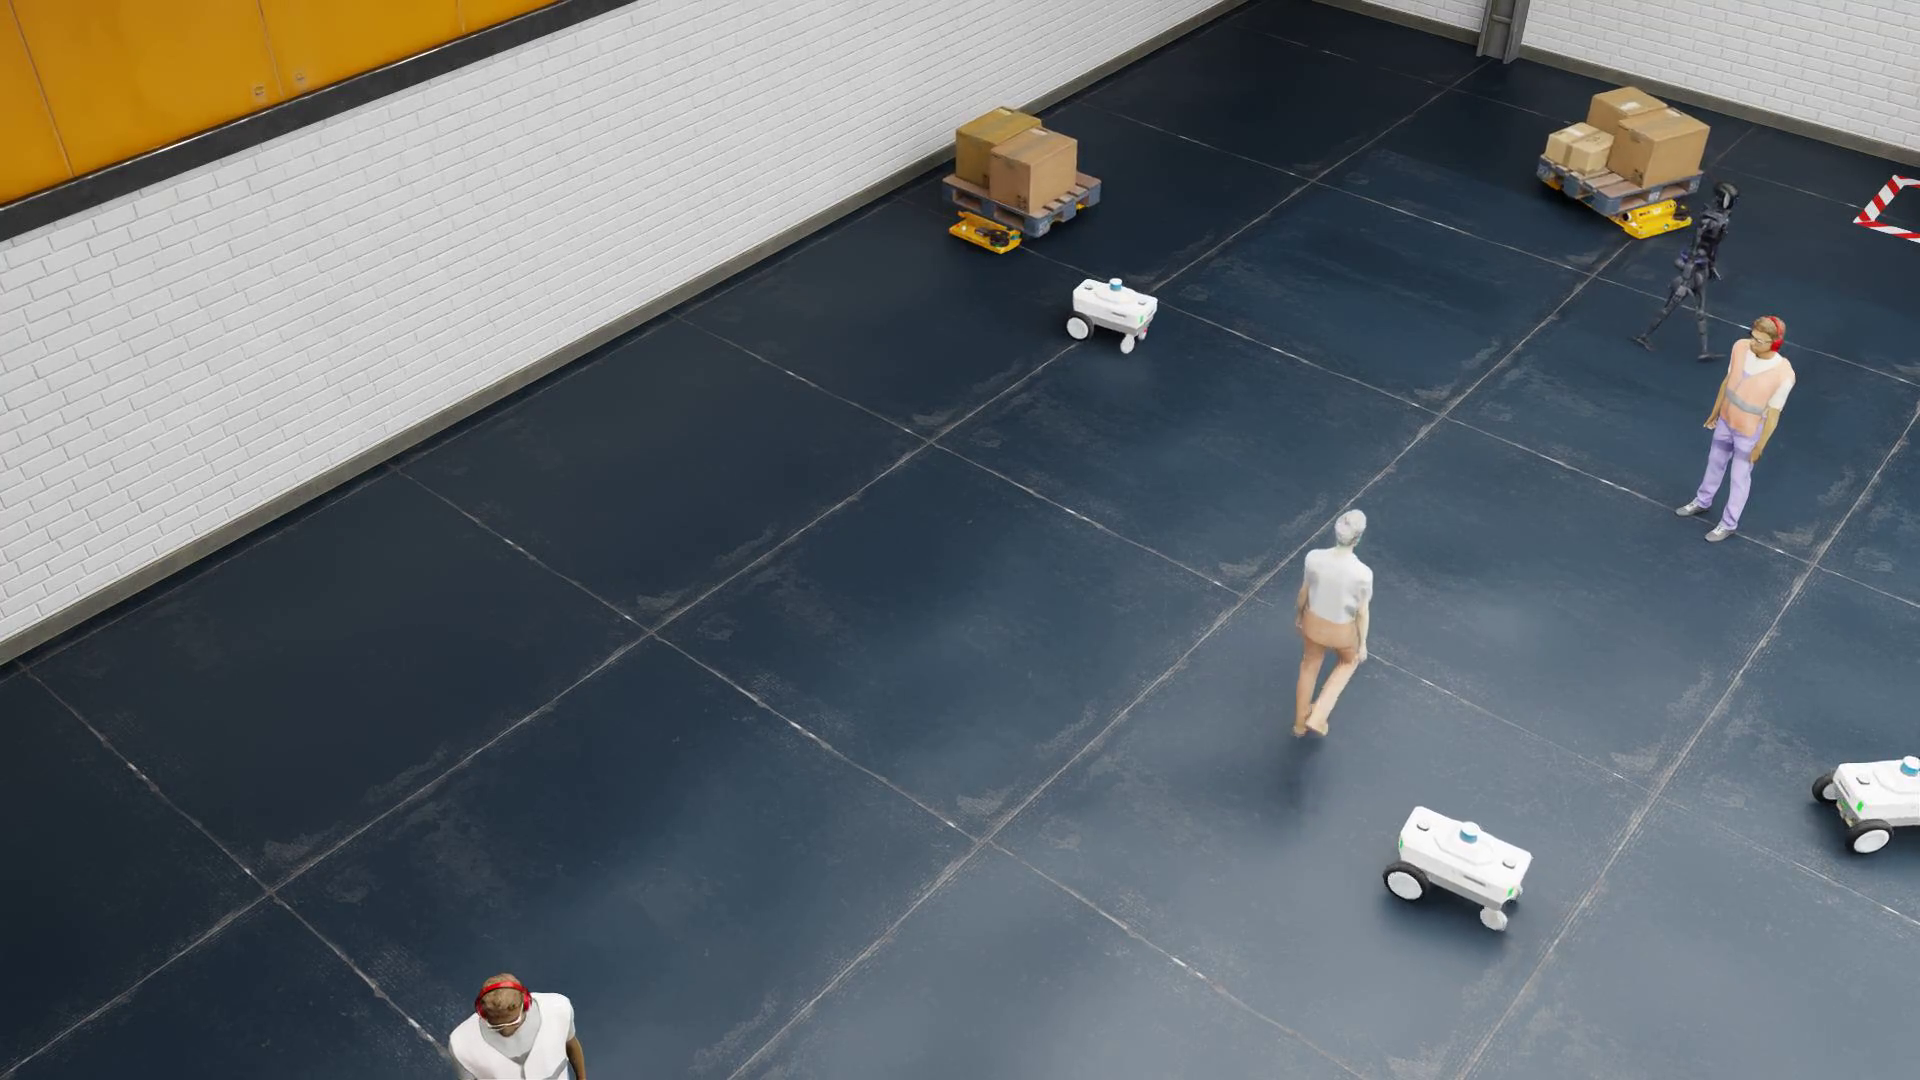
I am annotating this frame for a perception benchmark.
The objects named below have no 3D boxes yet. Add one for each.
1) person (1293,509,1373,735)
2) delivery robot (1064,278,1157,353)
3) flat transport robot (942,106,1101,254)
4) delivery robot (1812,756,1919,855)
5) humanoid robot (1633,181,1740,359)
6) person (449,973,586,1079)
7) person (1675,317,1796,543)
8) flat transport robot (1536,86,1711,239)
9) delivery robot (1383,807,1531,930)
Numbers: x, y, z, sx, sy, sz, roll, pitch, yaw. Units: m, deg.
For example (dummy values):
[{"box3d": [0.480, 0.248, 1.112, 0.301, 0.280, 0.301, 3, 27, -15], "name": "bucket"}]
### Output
[{"box3d": [2.347, 0.545, 10.443, 0.524, 1.727, 0.411, 24, 45, 27], "name": "person"}, {"box3d": [1.338, -2.016, 14.538, 0.733, 0.566, 0.503, 20, 43, 23], "name": "delivery robot"}, {"box3d": [0.602, -3.231, 16.297, 0.659, 0.231, 1.431, 28, 47, 30], "name": "flat transport robot"}, {"box3d": [5.658, 1.574, 10.121, 0.785, 0.614, 0.516, -3, 39, -3], "name": "delivery robot"}, {"box3d": [6.235, -2.243, 13.971, 0.601, 1.625, 0.766, -31, 48, -33], "name": "humanoid robot"}, {"box3d": [-2.019, 2.607, 7.797, 0.569, 1.840, 0.373, -17, 42, -20], "name": "person"}, {"box3d": [5.683, -0.826, 12.068, 0.391, 1.834, 0.559, -12, 41, -15], "name": "person"}, {"box3d": [6.516, -3.443, 16.559, 0.659, 0.231, 1.431, -17, 42, -20], "name": "flat transport robot"}, {"box3d": [2.908, 1.881, 9.733, 0.796, 0.606, 0.499, 22, 44, 25], "name": "delivery robot"}]
